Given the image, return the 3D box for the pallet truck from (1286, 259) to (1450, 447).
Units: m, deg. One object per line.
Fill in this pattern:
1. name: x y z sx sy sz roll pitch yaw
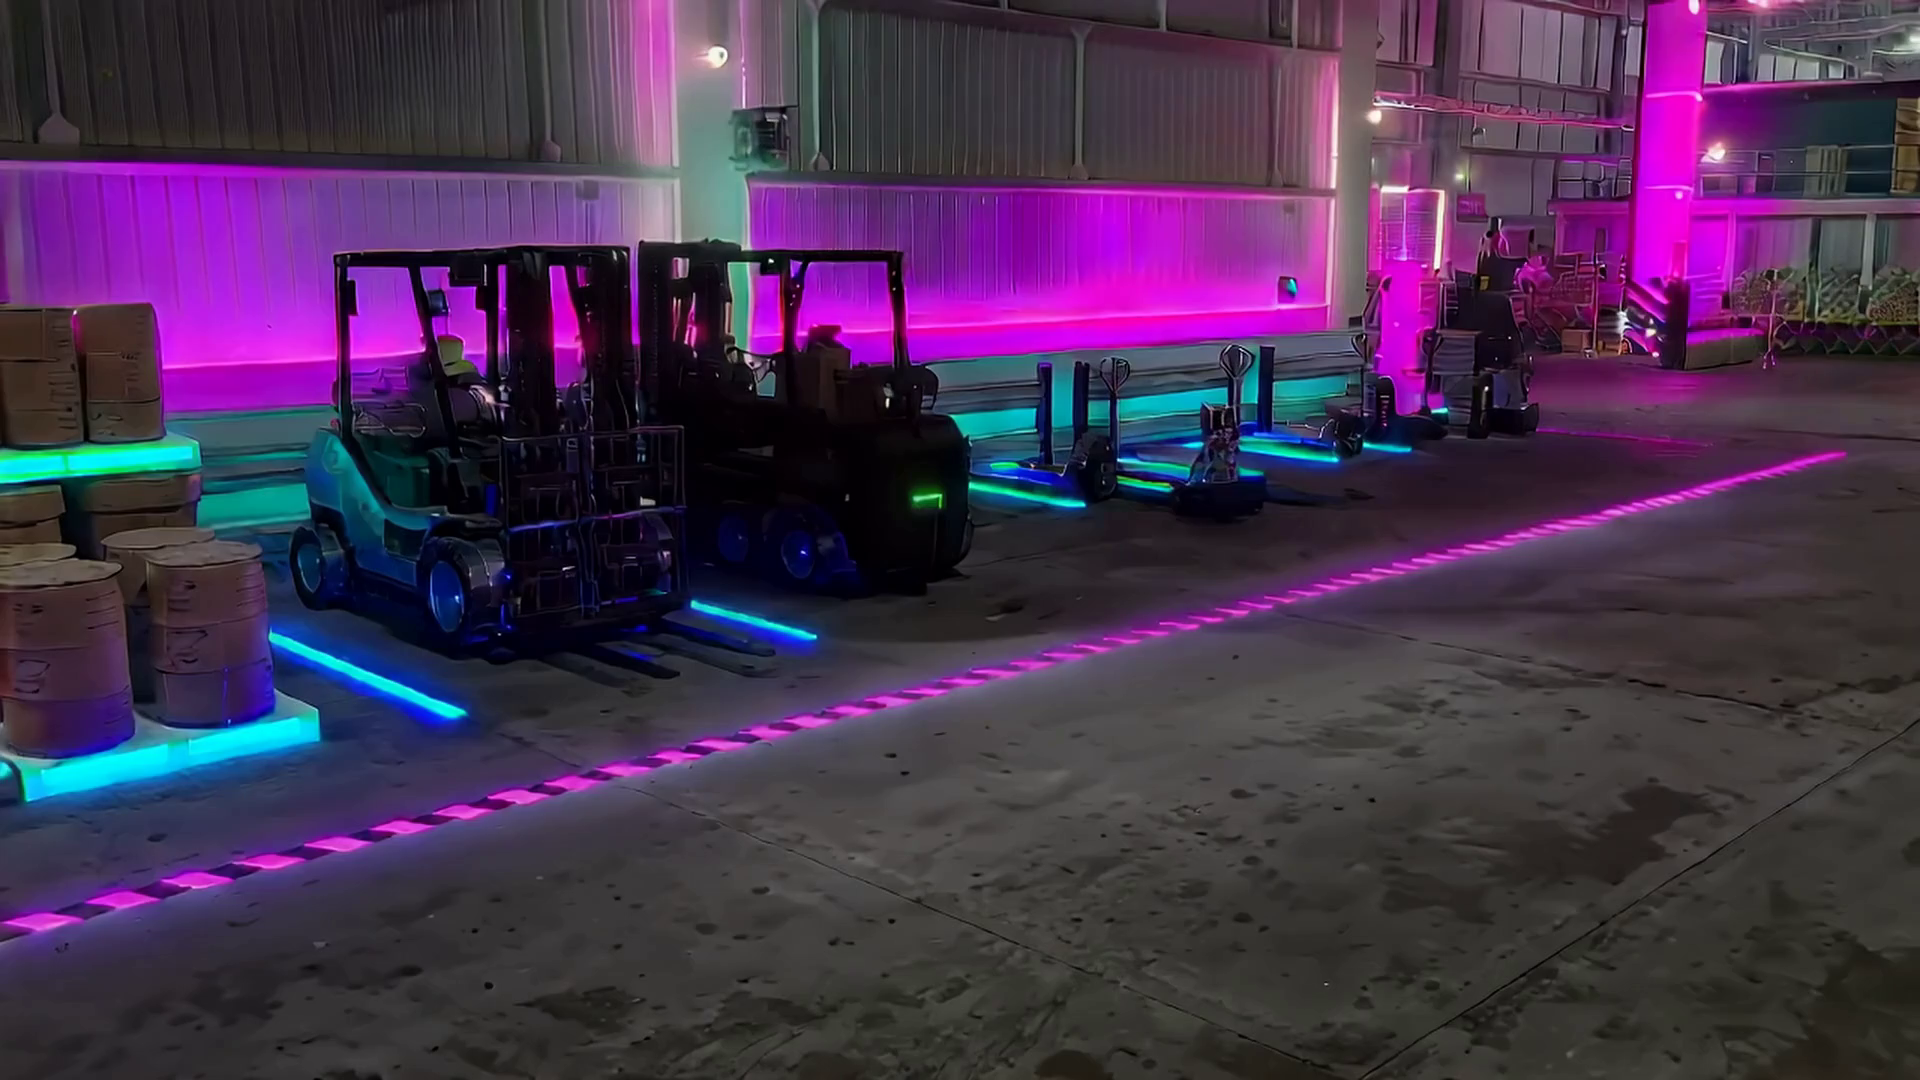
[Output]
1. pallet truck: 4.493 -2.078 18.196 0.823 1.965 1.885 -9 14 -40

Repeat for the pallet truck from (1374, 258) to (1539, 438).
1. pallet truck: 5.704 -2.208 18.901 1.885 1.965 0.823 10 14 43

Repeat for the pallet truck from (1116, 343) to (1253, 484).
1. pallet truck: 1.962 -1.215 15.415 1.522 1.261 0.704 10 14 43

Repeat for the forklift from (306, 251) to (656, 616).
1. forklift: -2.833 -0.669 9.694 1.157 1.987 2.680 -10 14 -44

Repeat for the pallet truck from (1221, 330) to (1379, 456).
1. pallet truck: 3.563 -1.581 17.381 0.653 1.274 1.630 -10 14 -44

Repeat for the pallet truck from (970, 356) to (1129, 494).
1. pallet truck: 0.784 -1.085 14.876 0.680 1.201 1.601 -10 14 -44

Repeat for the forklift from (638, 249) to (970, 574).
1. forklift: -1.173 -0.958 11.239 2.680 1.987 1.157 10 14 43
